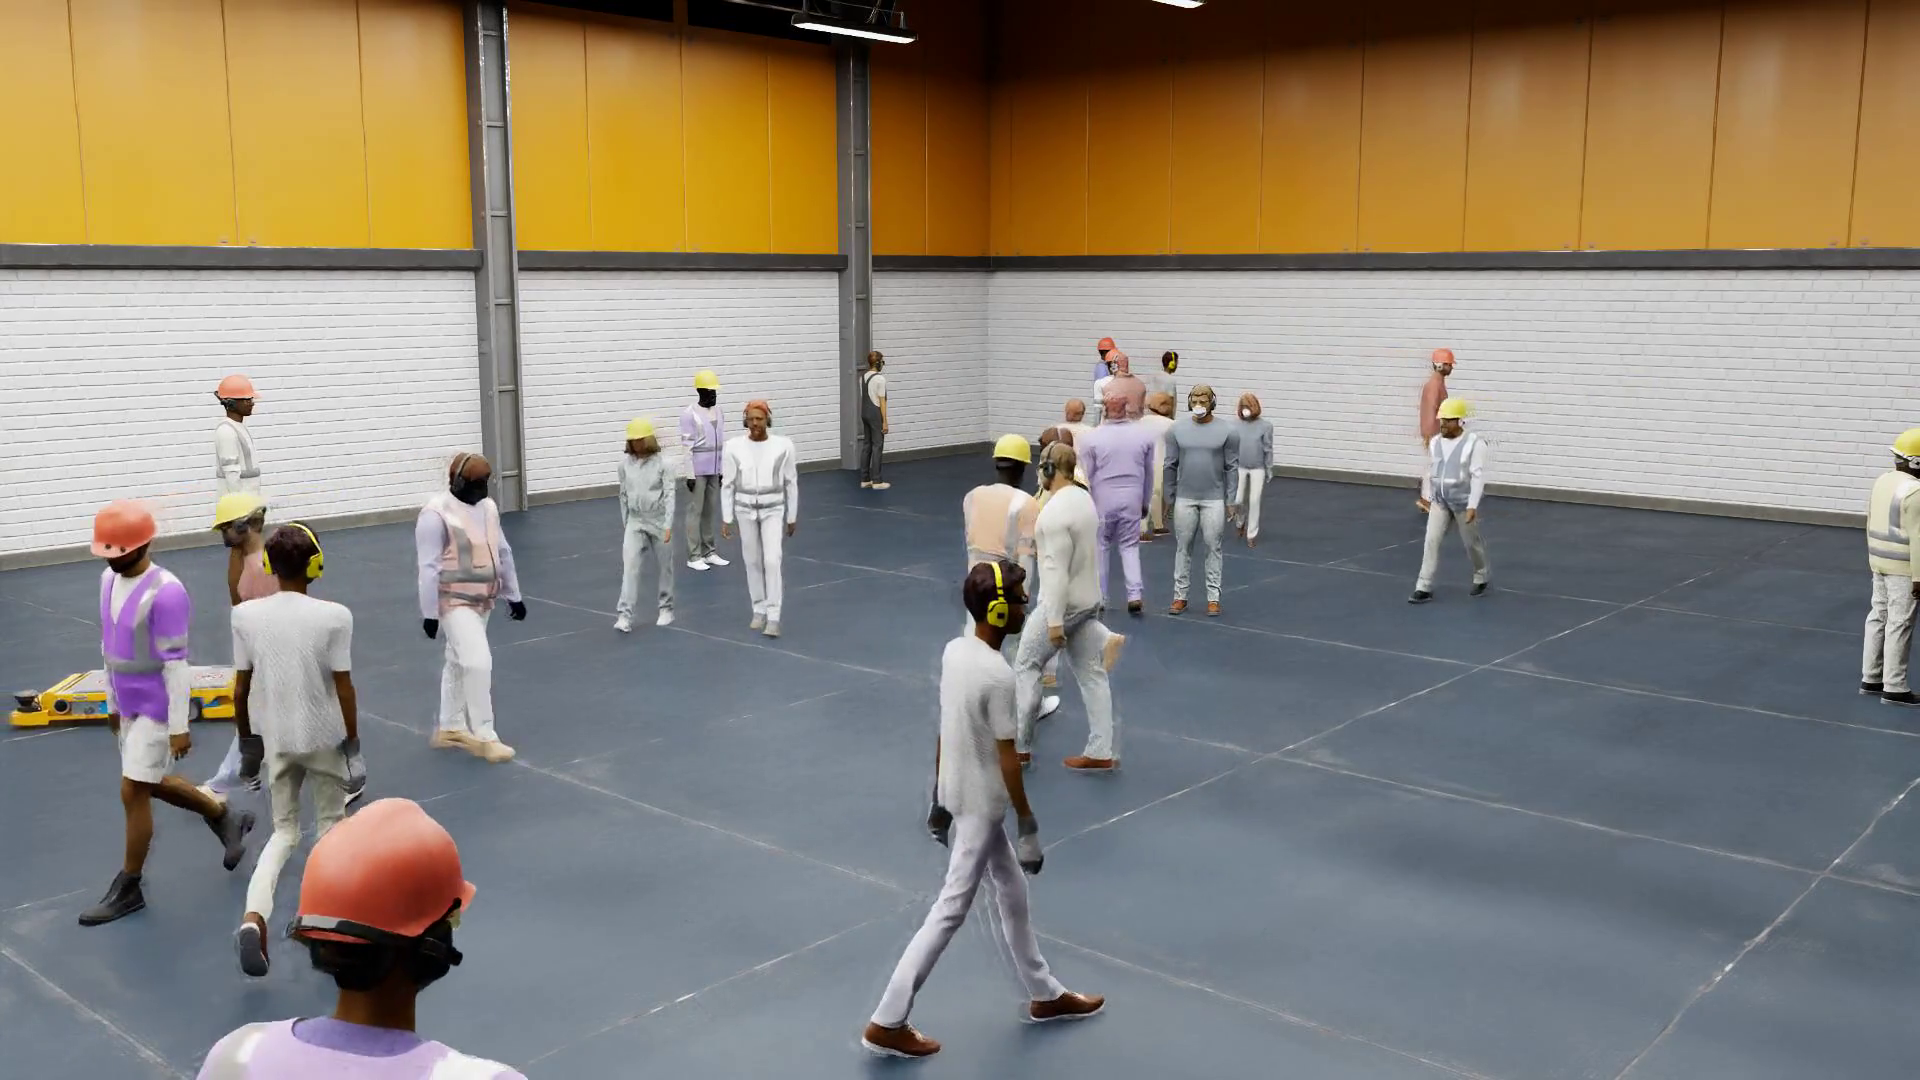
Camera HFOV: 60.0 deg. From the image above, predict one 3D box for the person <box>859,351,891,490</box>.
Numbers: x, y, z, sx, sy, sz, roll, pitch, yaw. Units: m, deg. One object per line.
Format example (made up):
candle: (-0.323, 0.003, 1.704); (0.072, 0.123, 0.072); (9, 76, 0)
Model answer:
person: (-1.135, -1.584, 22.061); (0.342, 1.839, 0.501); (-7, 11, -37)

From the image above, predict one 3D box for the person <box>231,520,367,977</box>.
person: (-2.690, 0.852, 6.735); (0.520, 1.855, 0.654); (0, 9, 3)

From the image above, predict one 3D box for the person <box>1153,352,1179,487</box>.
person: (2.796, -1.582, 22.128); (0.794, 1.816, 0.570); (-5, 10, -29)

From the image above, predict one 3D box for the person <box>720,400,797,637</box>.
person: (-1.590, -0.165, 13.087); (0.587, 1.850, 0.860); (0, 9, 1)

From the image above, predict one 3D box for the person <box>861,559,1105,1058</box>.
person: (0.072, 0.973, 6.067); (0.990, 1.823, 0.553); (-3, 10, -19)

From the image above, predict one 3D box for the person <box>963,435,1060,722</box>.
person: (0.242, 0.290, 10.219); (0.611, 1.858, 1.018); (7, 11, 36)

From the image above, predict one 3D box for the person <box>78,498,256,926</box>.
person: (-3.571, 0.720, 7.458); (0.578, 1.886, 0.825); (6, 11, 34)

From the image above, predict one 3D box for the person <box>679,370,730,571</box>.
person: (-2.455, -0.681, 16.086); (0.383, 1.928, 0.588); (5, 10, 30)

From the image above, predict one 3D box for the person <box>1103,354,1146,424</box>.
person: (1.911, -1.265, 19.843); (0.638, 1.903, 0.408); (-8, 12, -40)

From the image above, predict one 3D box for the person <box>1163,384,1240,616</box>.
person: (2.000, -0.333, 13.867); (0.636, 1.939, 0.363); (2, 9, 15)

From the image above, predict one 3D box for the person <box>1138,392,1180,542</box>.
person: (2.141, -0.779, 17.741); (0.767, 1.592, 0.513); (-7, 11, -37)

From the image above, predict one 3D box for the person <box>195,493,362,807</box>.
person: (-3.655, 0.605, 8.727); (0.941, 1.700, 0.543); (-6, 11, -32)

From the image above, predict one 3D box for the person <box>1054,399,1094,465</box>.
person: (1.162, -0.626, 16.797); (0.544, 1.585, 0.889); (2, 9, 11)

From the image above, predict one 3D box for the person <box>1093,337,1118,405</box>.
person: (2.104, -1.964, 24.110); (0.360, 1.939, 0.543); (0, 9, 2)

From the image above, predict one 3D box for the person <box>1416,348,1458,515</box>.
person: (5.628, -1.261, 19.560); (0.439, 1.978, 0.654); (3, 10, 19)

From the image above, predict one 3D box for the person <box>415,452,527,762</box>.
person: (-2.831, 0.384, 9.761); (0.738, 1.802, 0.657); (2, 9, 13)

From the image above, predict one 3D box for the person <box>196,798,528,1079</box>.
person: (-0.916, 1.405, 2.791); (0.630, 1.985, 1.077); (3, 10, 19)

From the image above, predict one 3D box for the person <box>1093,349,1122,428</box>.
person: (1.898, -1.378, 20.460); (0.543, 1.930, 0.372); (-1, 9, -5)

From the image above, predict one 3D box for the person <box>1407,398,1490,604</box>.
person: (4.322, -0.347, 14.458); (0.938, 1.790, 0.599); (-8, 12, -42)

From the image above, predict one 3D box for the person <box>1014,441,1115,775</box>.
person: (0.507, 0.385, 9.493); (0.913, 1.888, 0.641); (4, 10, 26)

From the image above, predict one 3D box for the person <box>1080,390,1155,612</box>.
person: (1.300, -0.309, 13.897); (0.671, 1.895, 0.570); (-2, 9, -12)

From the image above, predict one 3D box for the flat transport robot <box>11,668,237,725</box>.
flat transport robot: (-5.249, 0.993, 10.762); (1.431, 0.197, 0.652); (-1, 9, -9)

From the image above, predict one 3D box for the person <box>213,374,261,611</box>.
person: (-5.763, -0.305, 13.366); (0.371, 2.044, 0.608); (-3, 10, -18)

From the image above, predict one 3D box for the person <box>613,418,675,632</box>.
person: (-2.495, -0.109, 13.204); (0.499, 1.699, 0.865); (1, 9, 6)

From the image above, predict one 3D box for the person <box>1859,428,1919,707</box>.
person: (6.244, 0.174, 11.015); (0.404, 1.830, 0.600); (0, 9, 2)

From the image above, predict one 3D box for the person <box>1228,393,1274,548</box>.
person: (3.016, -0.724, 17.331); (0.507, 1.617, 0.362); (2, 9, 14)

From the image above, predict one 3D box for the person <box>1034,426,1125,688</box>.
person: (0.760, 0.113, 11.441); (0.717, 1.816, 0.622); (-1, 9, -5)
